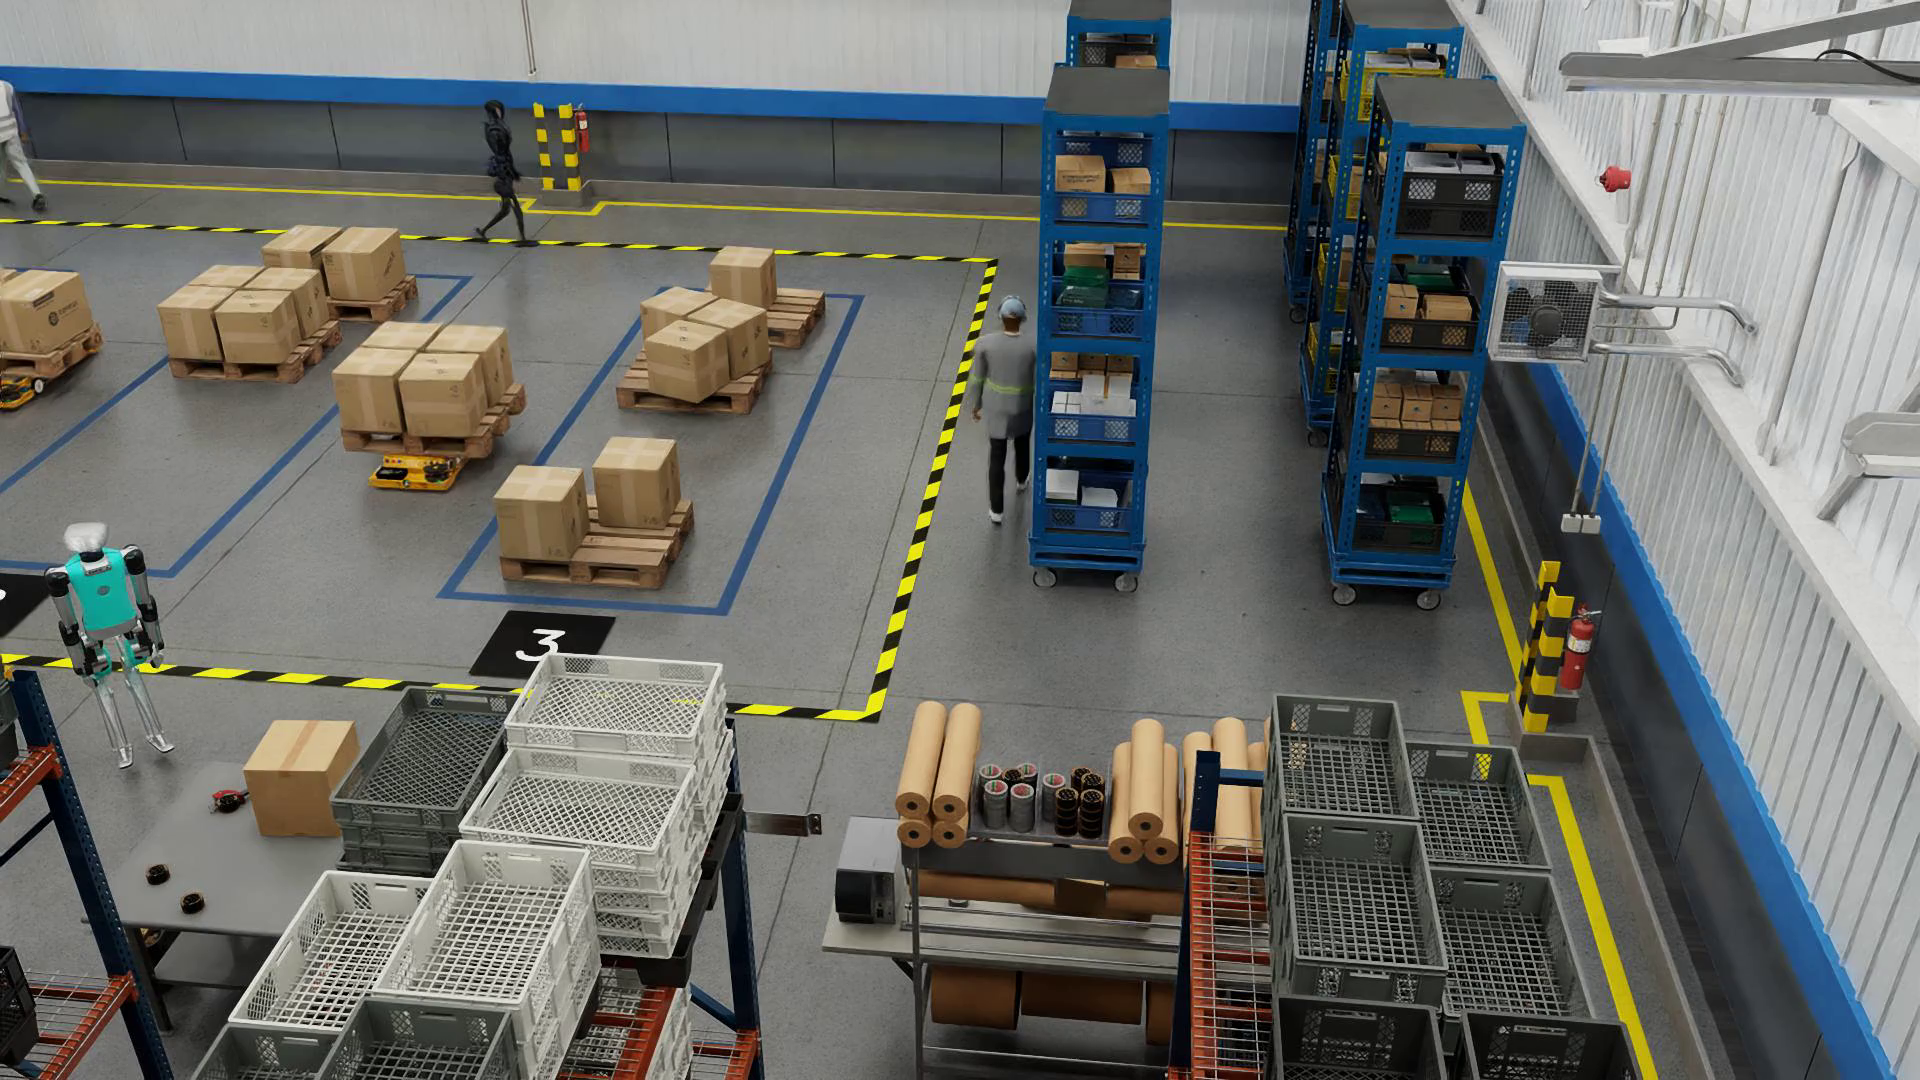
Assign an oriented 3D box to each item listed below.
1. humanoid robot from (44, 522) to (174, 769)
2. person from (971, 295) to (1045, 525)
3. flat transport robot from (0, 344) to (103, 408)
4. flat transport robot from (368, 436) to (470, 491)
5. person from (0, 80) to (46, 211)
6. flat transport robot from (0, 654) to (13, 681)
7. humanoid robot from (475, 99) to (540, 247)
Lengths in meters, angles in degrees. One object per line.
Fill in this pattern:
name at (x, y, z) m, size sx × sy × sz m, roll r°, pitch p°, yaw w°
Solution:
humanoid robot at (-5.168, 0.572, 10.102) m, size 0.533 × 1.673 × 0.735 m, roll -21°, pitch 36°, yaw -32°
person at (0.388, -1.071, 12.986) m, size 0.610 × 1.806 × 0.884 m, roll 3°, pitch 30°, yaw 5°
flat transport robot at (-8.671, -1.621, 15.431) m, size 0.652 × 0.197 × 1.431 m, roll 3°, pitch 30°, yaw 6°
flat transport robot at (-4.417, -0.849, 14.104) m, size 0.652 × 0.197 × 1.431 m, roll 3°, pitch 30°, yaw 6°
person at (-11.079, -4.702, 19.232) m, size 0.876 × 1.803 × 0.604 m, roll 21°, pitch 36°, yaw 31°
flat transport robot at (-7.142, 0.969, 11.010) m, size 1.431 × 0.231 × 0.659 m, roll 3°, pitch 30°, yaw 6°
humanoid robot at (-5.047, -3.996, 18.174) m, size 0.690 × 1.648 × 0.594 m, roll -2°, pitch 30°, yaw -3°
